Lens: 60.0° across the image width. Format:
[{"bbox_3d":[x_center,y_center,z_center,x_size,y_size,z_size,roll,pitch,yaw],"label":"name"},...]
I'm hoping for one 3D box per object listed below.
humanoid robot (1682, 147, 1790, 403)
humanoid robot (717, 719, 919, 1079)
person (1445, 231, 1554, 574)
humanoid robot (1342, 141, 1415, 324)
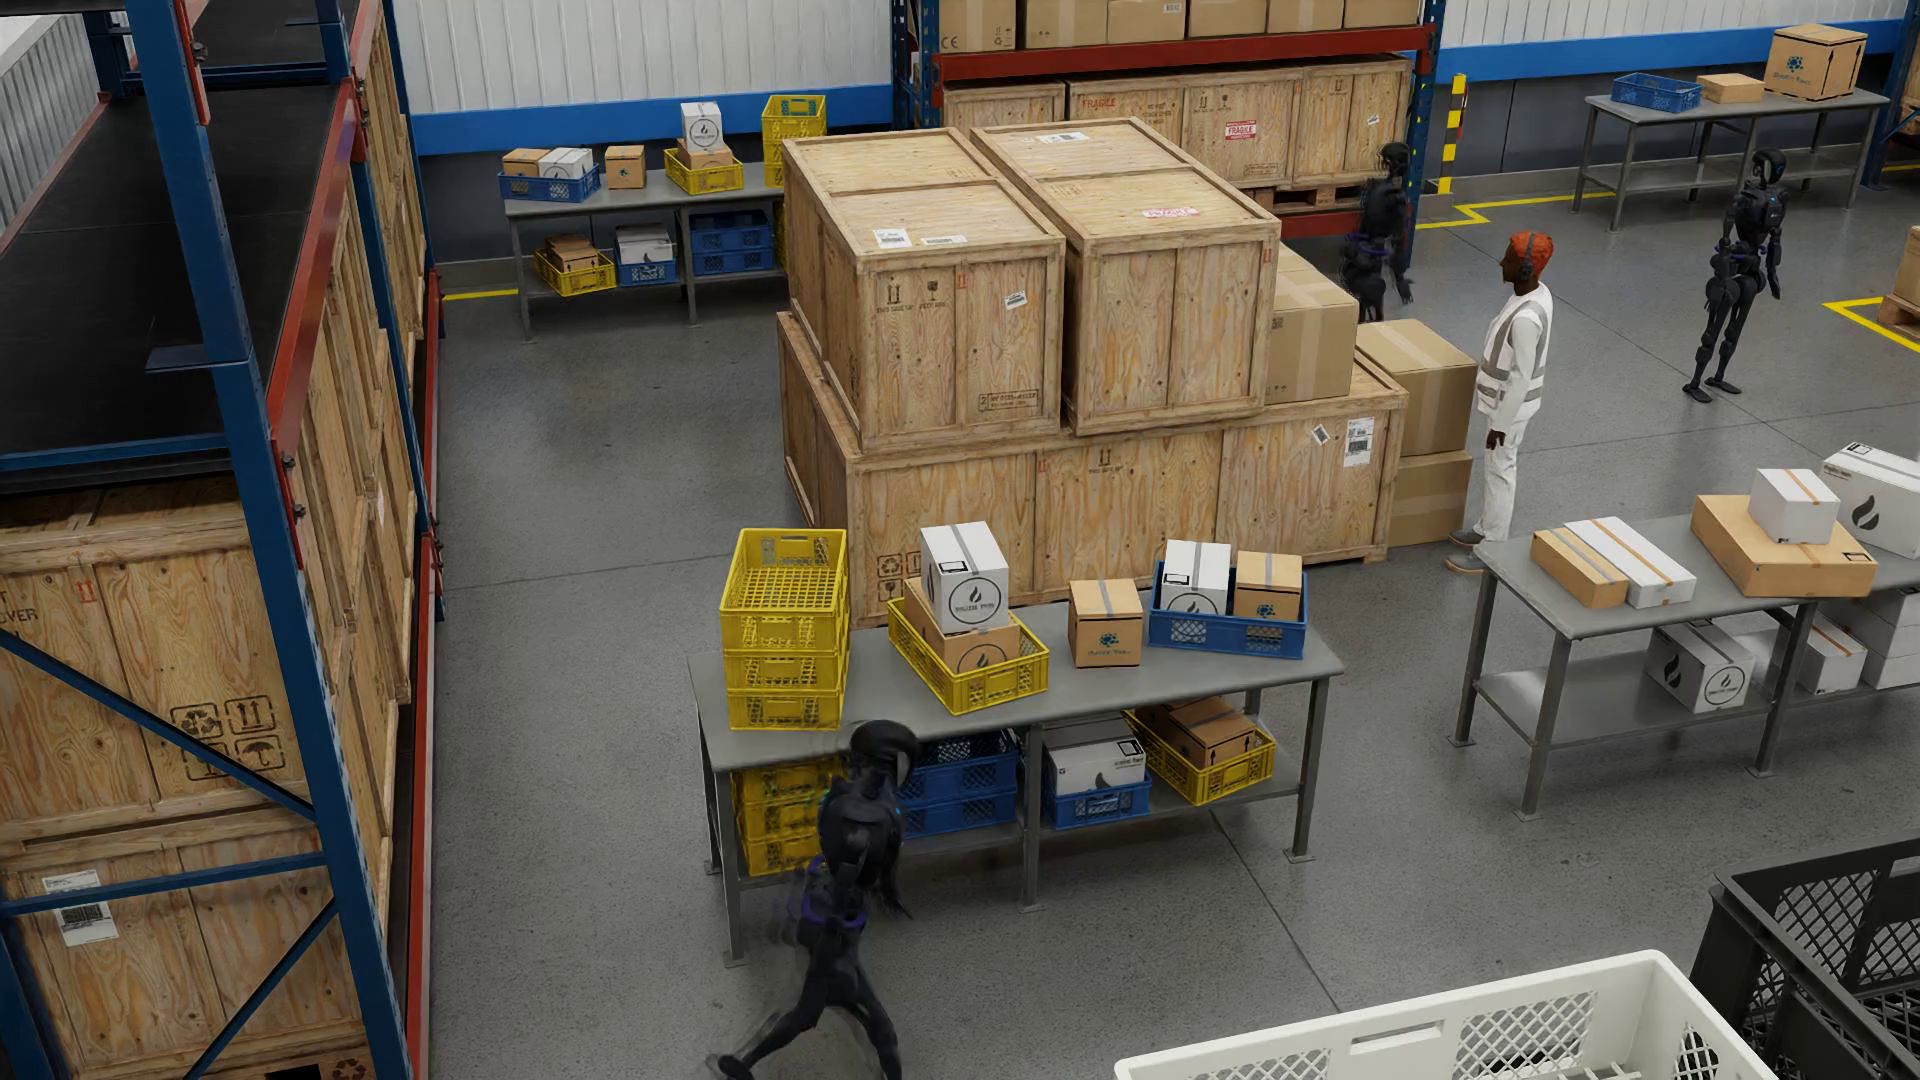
[{"bbox_3d":[5.057,-1.709,10.744,0.586,1.657,0.330,-15,32,-24],"label":"humanoid robot"},{"bbox_3d":[-0.454,1.244,5.477,0.782,1.614,0.587,1,29,1],"label":"humanoid robot"},{"bbox_3d":[2.855,-0.708,8.730,0.352,1.882,0.579,9,30,16],"label":"person"},{"bbox_3d":[2.691,-1.788,10.909,0.498,1.637,0.590,-4,29,-8],"label":"humanoid robot"}]
